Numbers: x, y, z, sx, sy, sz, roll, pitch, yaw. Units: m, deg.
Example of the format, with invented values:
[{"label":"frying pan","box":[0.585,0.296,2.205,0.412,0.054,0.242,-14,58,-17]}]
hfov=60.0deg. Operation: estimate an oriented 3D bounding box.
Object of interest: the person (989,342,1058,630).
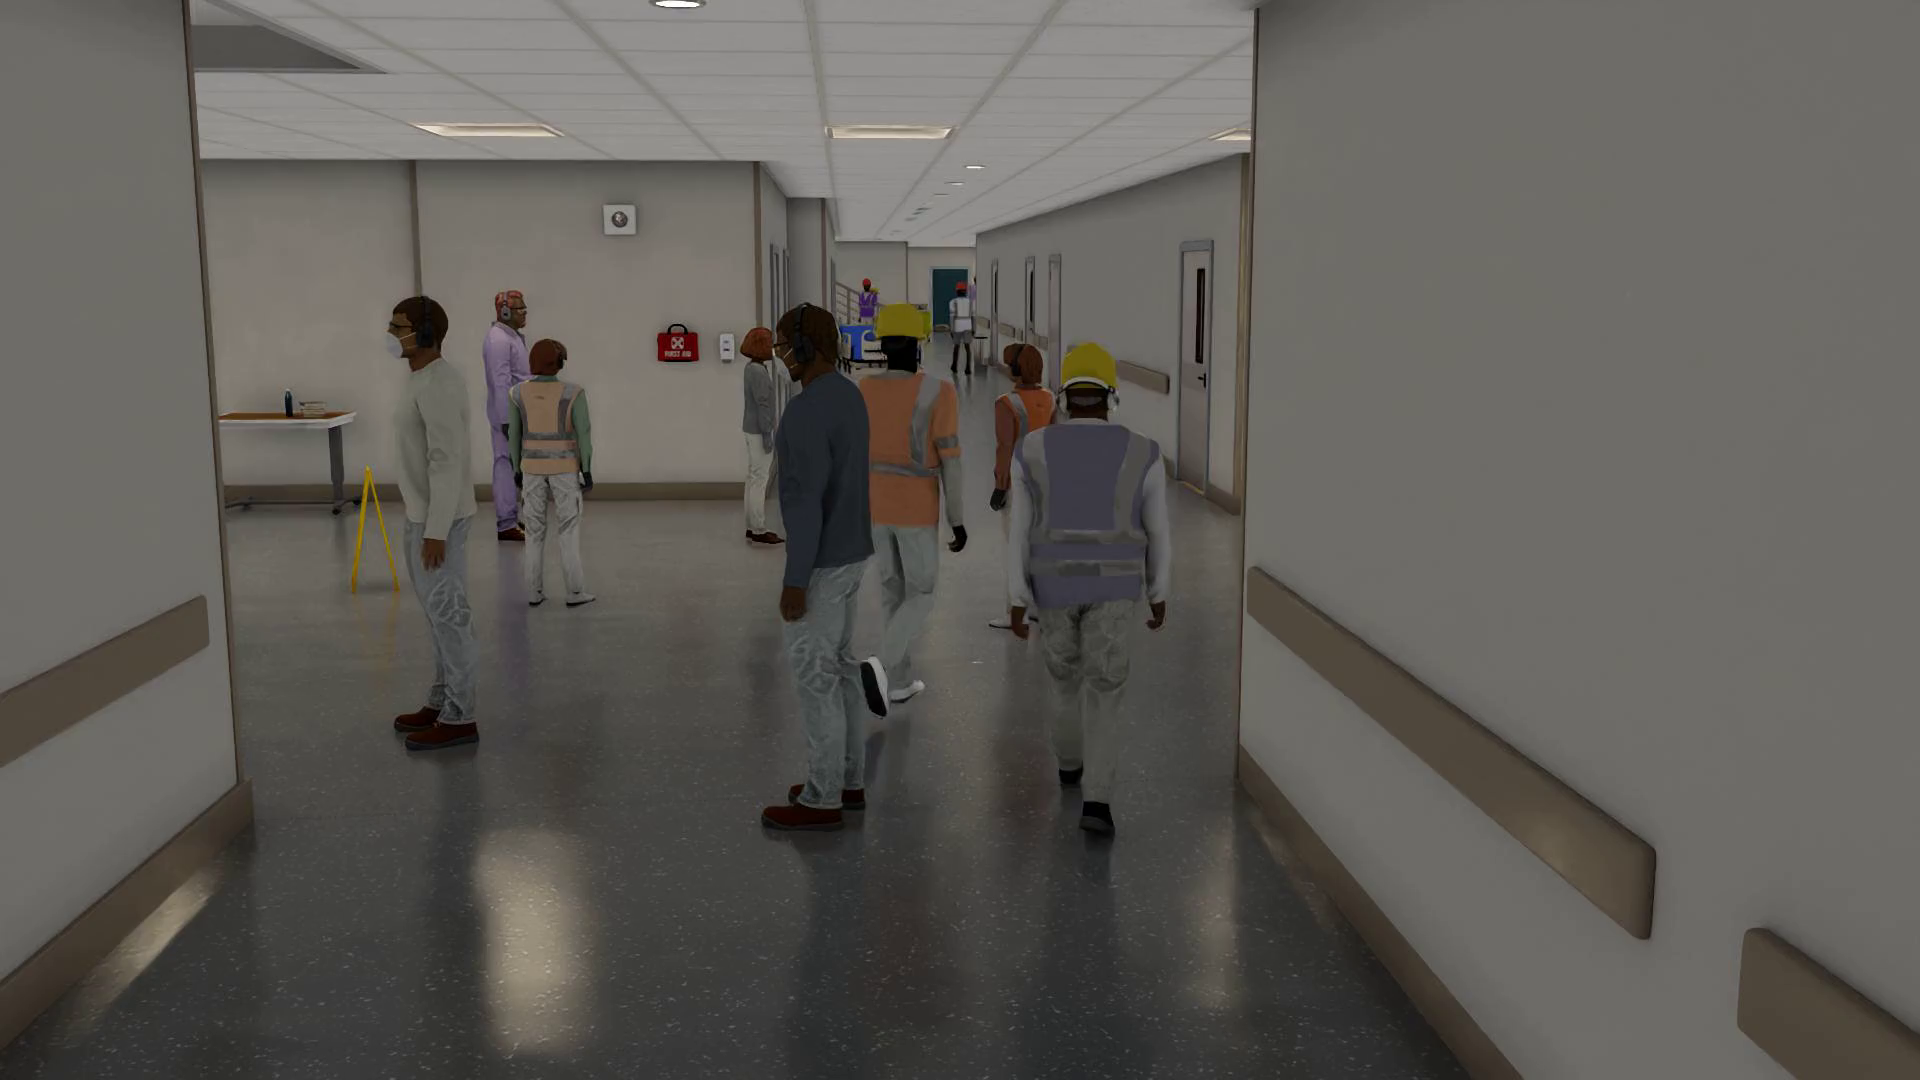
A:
[{"label":"person","box":[0.370,-0.307,9.532,0.307,1.644,0.511,7,12,38]}]

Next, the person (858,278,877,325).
[{"label":"person","box":[-2.434,-5.886,43.637,0.542,1.938,0.358,4,10,24]}]

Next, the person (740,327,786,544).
[{"label":"person","box":[-1.505,-0.788,12.583,0.285,1.633,0.500,-3,9,-16]}]

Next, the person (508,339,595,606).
[{"label":"person","box":[-2.497,-0.406,10.172,0.523,1.637,0.306,1,9,8]}]

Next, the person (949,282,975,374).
[{"label":"person","box":[0.044,-4.352,34.196,0.558,1.887,1.004,-2,9,-11]}]

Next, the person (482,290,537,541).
[{"label":"person","box":[-3.427,-0.955,12.775,0.401,1.910,0.642,-1,9,-7]}]

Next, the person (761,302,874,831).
[{"label":"person","box":[-0.513,0.096,6.125,0.386,1.927,0.641,2,9,10]}]

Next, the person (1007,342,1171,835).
[{"label":"person","box":[0.477,0.164,6.179,0.595,1.785,0.945,2,9,10]}]

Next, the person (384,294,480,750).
[{"label":"person","box":[-2.273,-0.077,7.160,0.372,1.940,0.629,-4,10,-24]}]

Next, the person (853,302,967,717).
[{"label":"person","box":[-0.308,-0.134,7.635,0.602,1.903,0.720,5,10,27]}]
